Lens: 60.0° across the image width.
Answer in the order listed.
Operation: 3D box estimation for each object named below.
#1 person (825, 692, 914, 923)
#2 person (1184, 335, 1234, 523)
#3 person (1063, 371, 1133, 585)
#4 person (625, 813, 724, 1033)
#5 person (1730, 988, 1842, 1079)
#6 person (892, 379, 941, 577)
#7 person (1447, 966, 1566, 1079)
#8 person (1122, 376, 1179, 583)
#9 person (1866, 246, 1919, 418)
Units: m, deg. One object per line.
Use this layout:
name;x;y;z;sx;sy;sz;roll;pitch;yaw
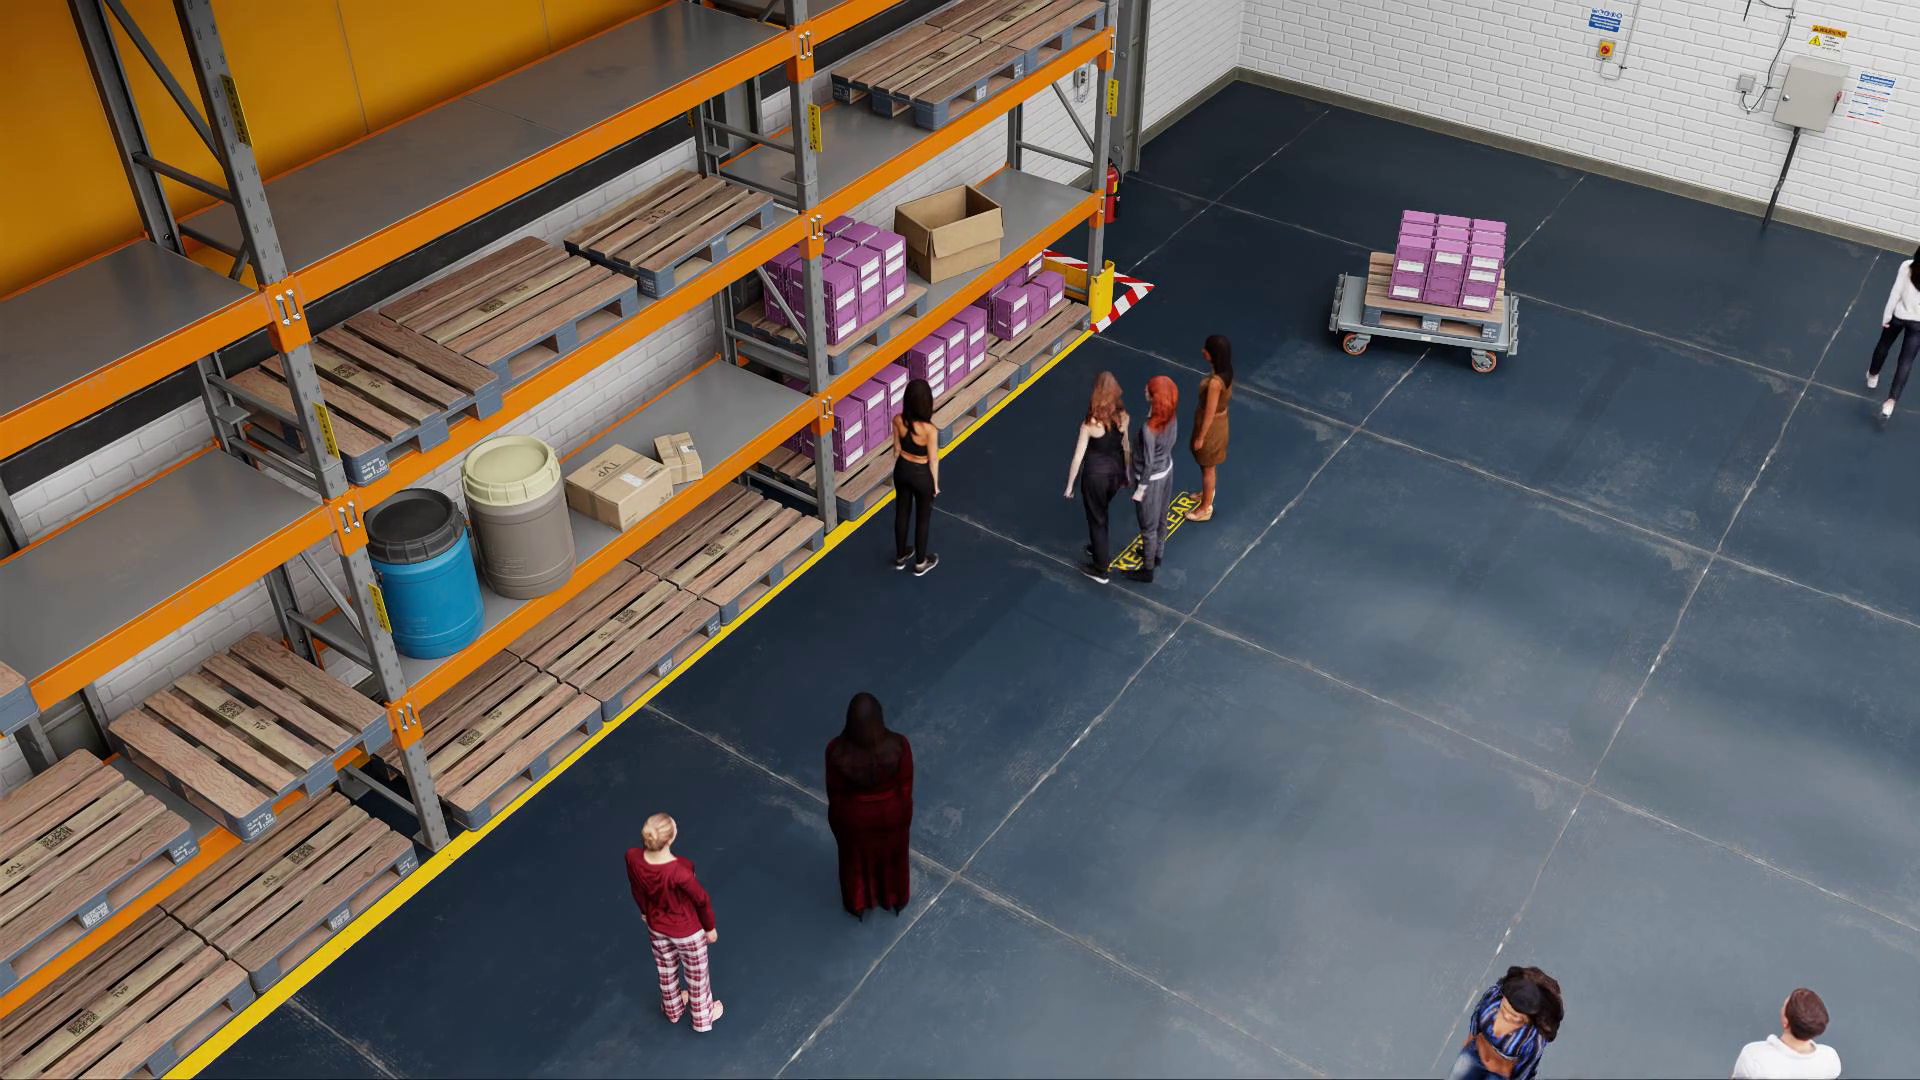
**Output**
person;-0.520;1.578;9.706;0.775;1.756;0.831;-5;39;-7
person;1.942;-0.836;12.785;0.721;1.686;0.591;7;39;9
person;1.108;-0.412;12.222;0.770;1.727;0.868;-22;44;-25
person;-1.562;2.083;9.120;0.657;1.698;0.584;14;41;16
person;3.840;2.839;8.053;0.704;1.848;0.747;-4;39;-5
person;-0.343;-0.456;12.348;0.549;1.638;0.564;18;42;21
person;2.789;2.657;8.476;0.729;1.606;0.721;-19;42;-22
person;1.419;-0.454;12.233;0.660;1.779;0.468;19;42;22
person;8.020;-1.813;14.025;0.712;1.665;1.135;18;42;21
